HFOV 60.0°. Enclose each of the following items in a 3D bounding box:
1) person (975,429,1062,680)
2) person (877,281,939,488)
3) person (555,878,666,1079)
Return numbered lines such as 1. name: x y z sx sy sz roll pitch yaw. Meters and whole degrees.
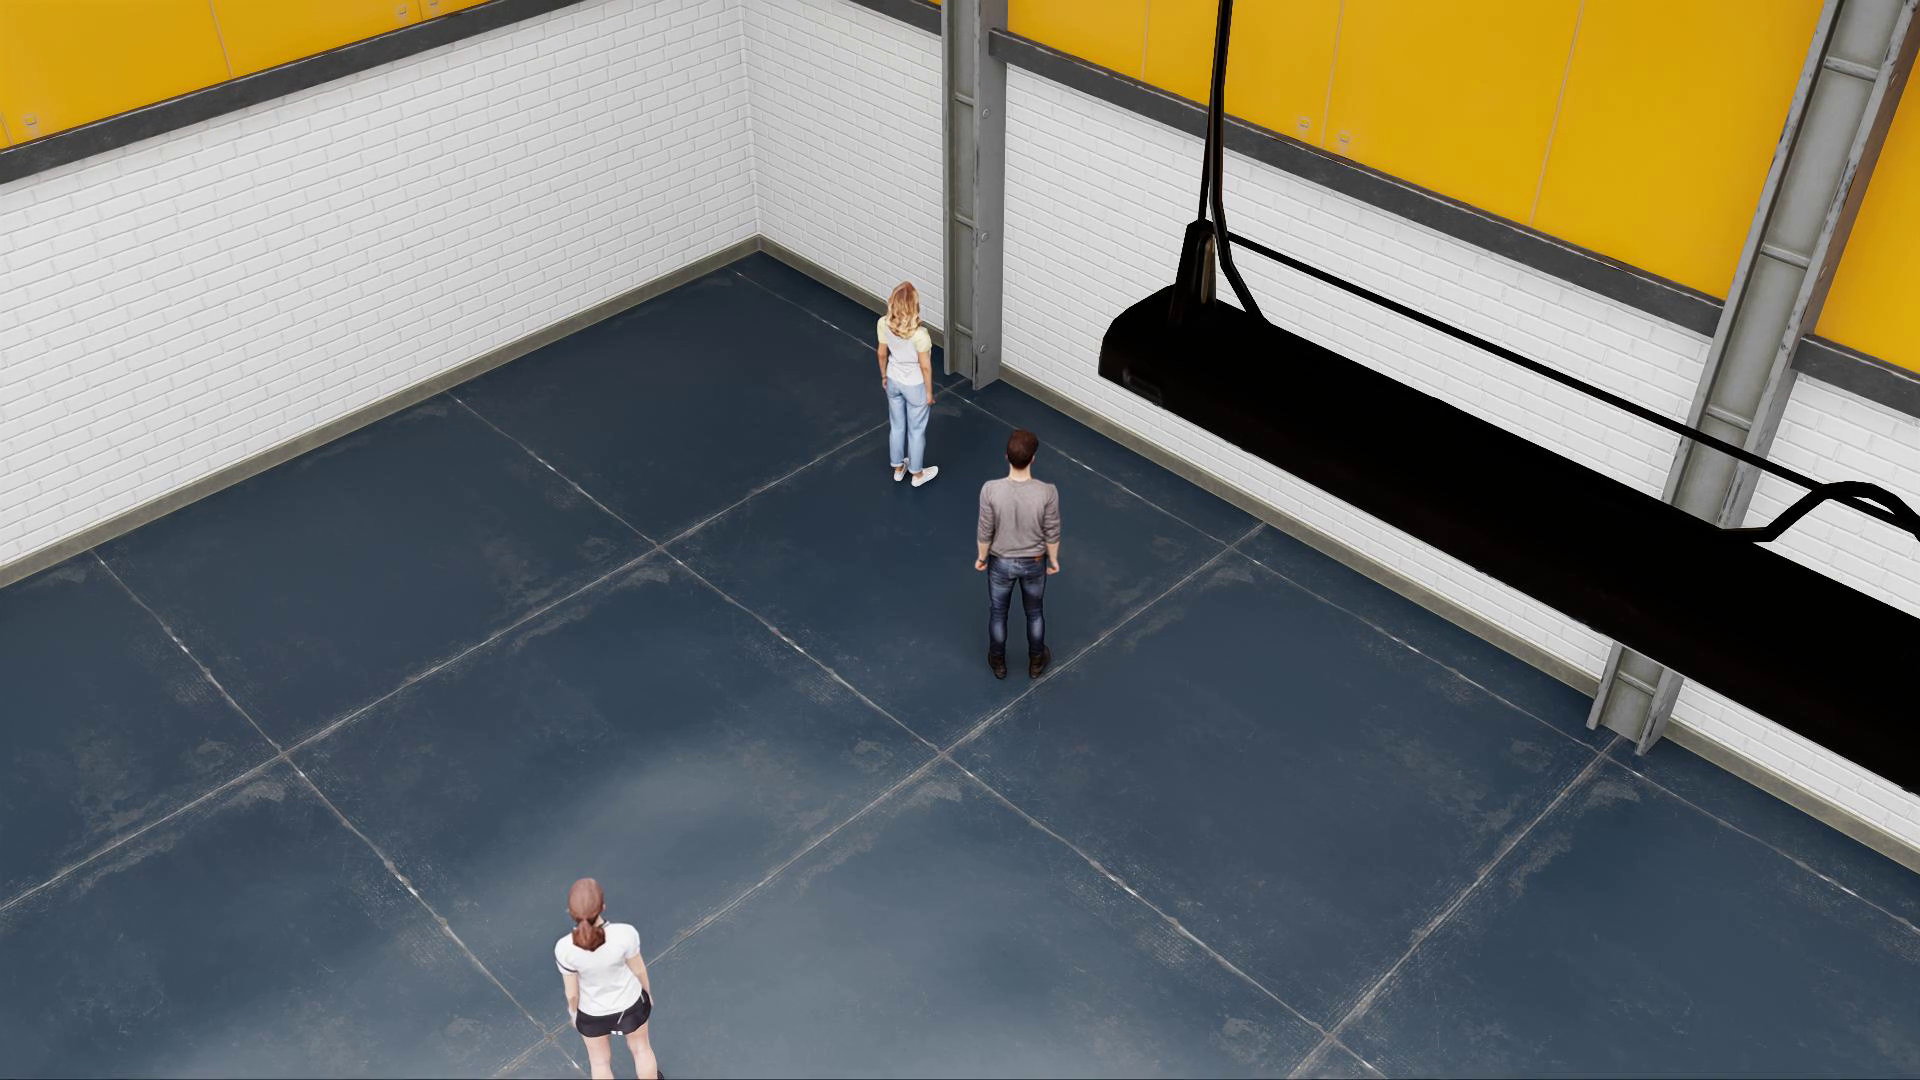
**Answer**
1. person: 0.370 0.122 10.737 0.766 1.903 0.834 1 39 1
2. person: -0.396 -1.163 12.491 0.557 1.723 0.735 21 43 24
3. person: -1.717 2.280 8.157 0.651 1.752 0.682 -12 40 -15
